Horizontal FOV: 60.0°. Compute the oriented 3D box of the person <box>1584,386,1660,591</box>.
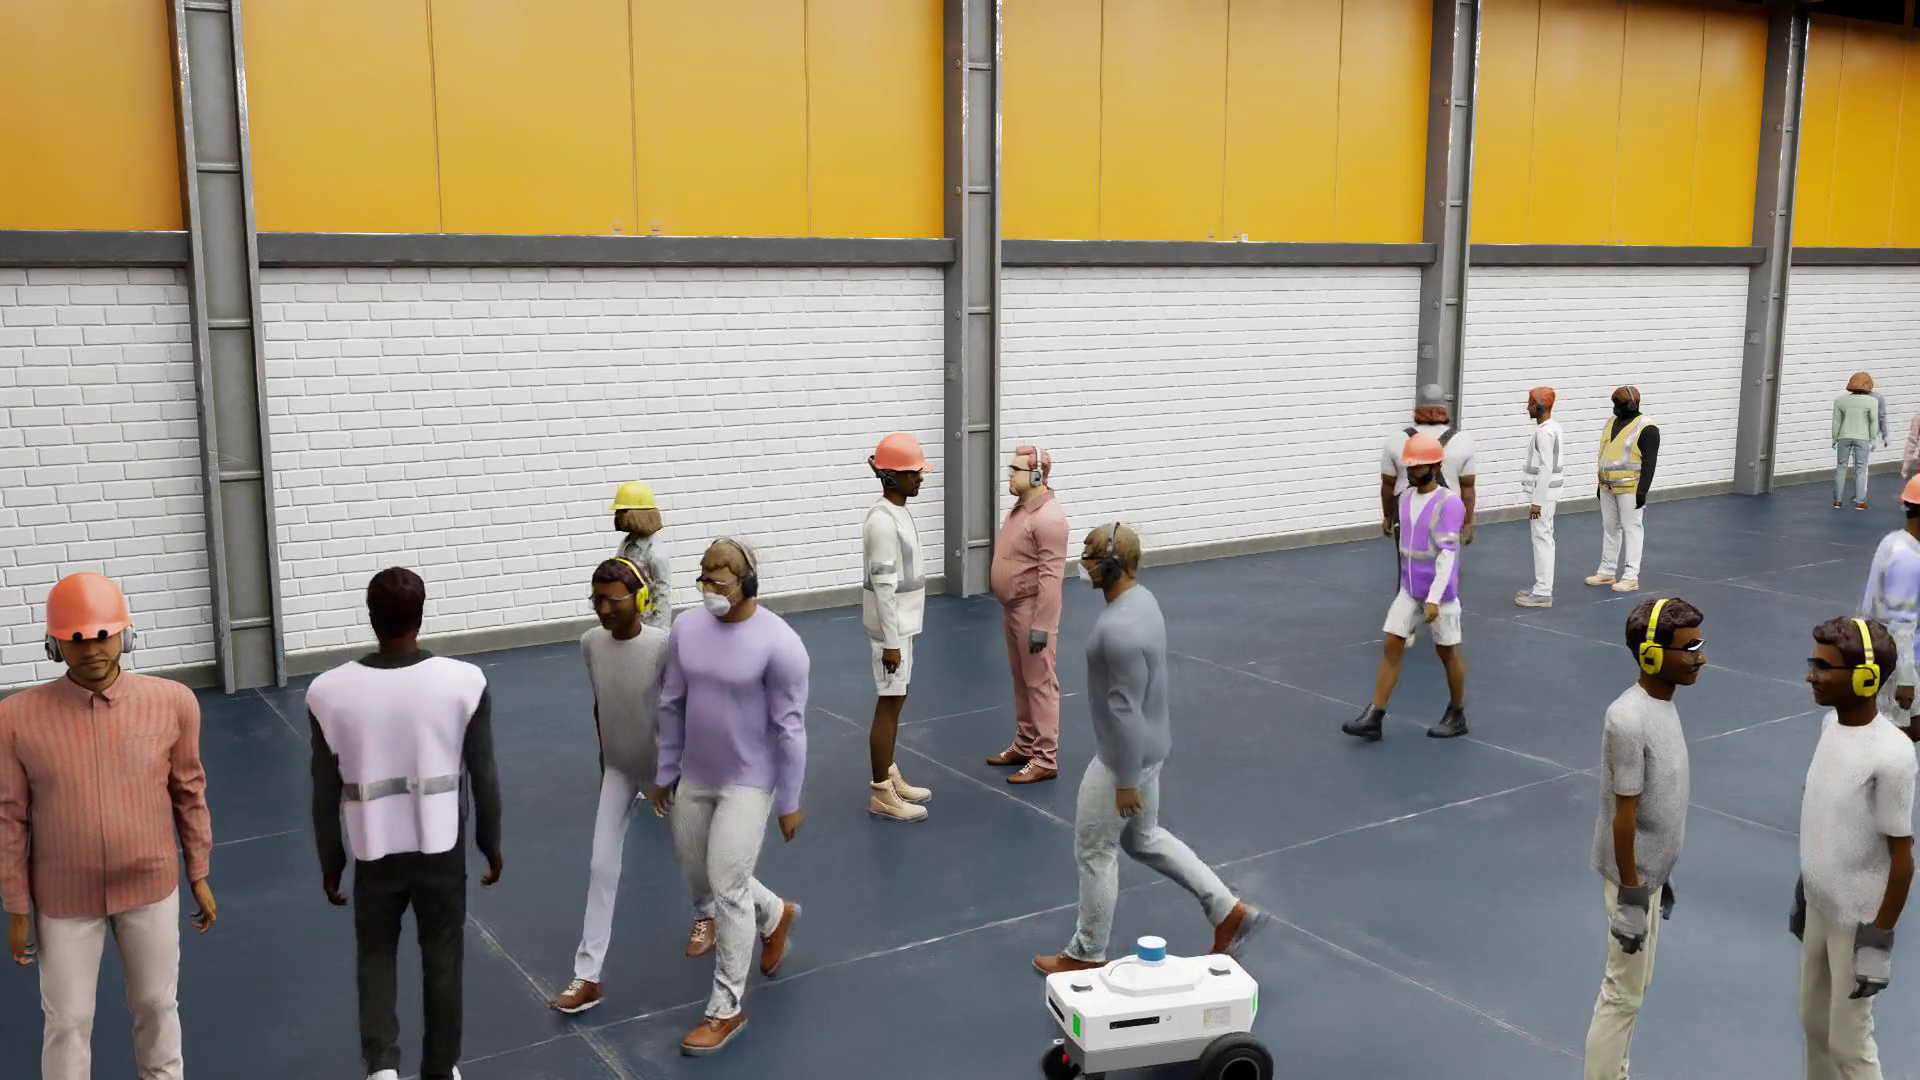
[{"bbox_3d":[5.935,-0.463,14.918,0.429,1.837,0.621,-3,10,-19],"label":"person"}]

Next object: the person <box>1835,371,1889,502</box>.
[{"bbox_3d":[11.028,-1.257,20.376,0.649,1.602,0.565,-6,11,-32],"label":"person"}]

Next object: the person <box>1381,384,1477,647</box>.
[{"bbox_3d":[3.632,-0.232,12.903,0.702,2.000,0.897,3,10,18],"label":"person"}]

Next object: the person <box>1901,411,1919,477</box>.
[{"bbox_3d":[9.875,-0.760,16.921,0.592,1.747,0.554,-8,12,-39],"label":"person"}]

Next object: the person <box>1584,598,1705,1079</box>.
[{"bbox_3d":[2.221,1.102,5.381,0.329,1.872,0.510,6,11,31],"label":"person"}]

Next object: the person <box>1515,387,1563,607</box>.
[{"bbox_3d":[4.966,-0.371,14.212,0.337,1.882,0.584,4,10,24],"label":"person"}]

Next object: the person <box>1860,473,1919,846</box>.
[{"bbox_3d":[4.706,0.591,8.306,0.425,1.914,0.598,5,11,27],"label":"person"}]

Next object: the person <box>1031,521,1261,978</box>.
[{"bbox_3d":[0.762,0.868,6.698,0.852,1.914,0.638,2,10,12],"label":"person"}]

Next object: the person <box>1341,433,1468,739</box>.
[{"bbox_3d":[2.757,0.307,10.098,0.958,1.895,0.564,-5,11,-29],"label":"person"}]

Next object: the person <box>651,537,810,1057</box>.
[{"bbox_3d":[-0.848,0.916,6.369,0.632,1.911,0.787,6,11,33],"label":"person"}]

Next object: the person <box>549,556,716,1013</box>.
[{"bbox_3d":[-1.266,0.930,6.702,0.539,1.793,1.055,3,10,20],"label":"person"}]

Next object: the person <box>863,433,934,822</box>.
[{"bbox_3d":[-0.318,0.451,8.780,0.375,2.042,0.615,1,9,4],"label":"person"}]

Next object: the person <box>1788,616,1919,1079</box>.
[{"bbox_3d":[2.696,1.151,5.098,0.314,1.871,0.532,1,9,4],"label":"person"}]

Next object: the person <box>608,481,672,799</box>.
[{"bbox_3d":[-1.760,0.542,9.137,0.301,1.745,0.483,-7,12,-37],"label":"person"}]

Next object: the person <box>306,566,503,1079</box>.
[{"bbox_3d":[-1.865,1.042,5.651,0.606,1.906,0.457,-2,10,-13],"label":"person"}]

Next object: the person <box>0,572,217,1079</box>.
[{"bbox_3d":[-2.633,1.078,5.148,0.611,1.996,0.387,-6,11,-34],"label":"person"}]

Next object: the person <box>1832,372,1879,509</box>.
[{"bbox_3d":[10.667,-1.181,19.845,0.498,1.634,0.281,8,12,40],"label":"person"}]

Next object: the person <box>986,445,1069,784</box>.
[{"bbox_3d":[0.376,0.411,9.419,0.411,1.913,0.643,-3,10,-16],"label":"person"}]

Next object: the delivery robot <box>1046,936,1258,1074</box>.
[{"bbox_3d":[0.667,1.636,5.836,0.707,0.478,0.477,-3,10,-15],"label":"delivery robot"}]
